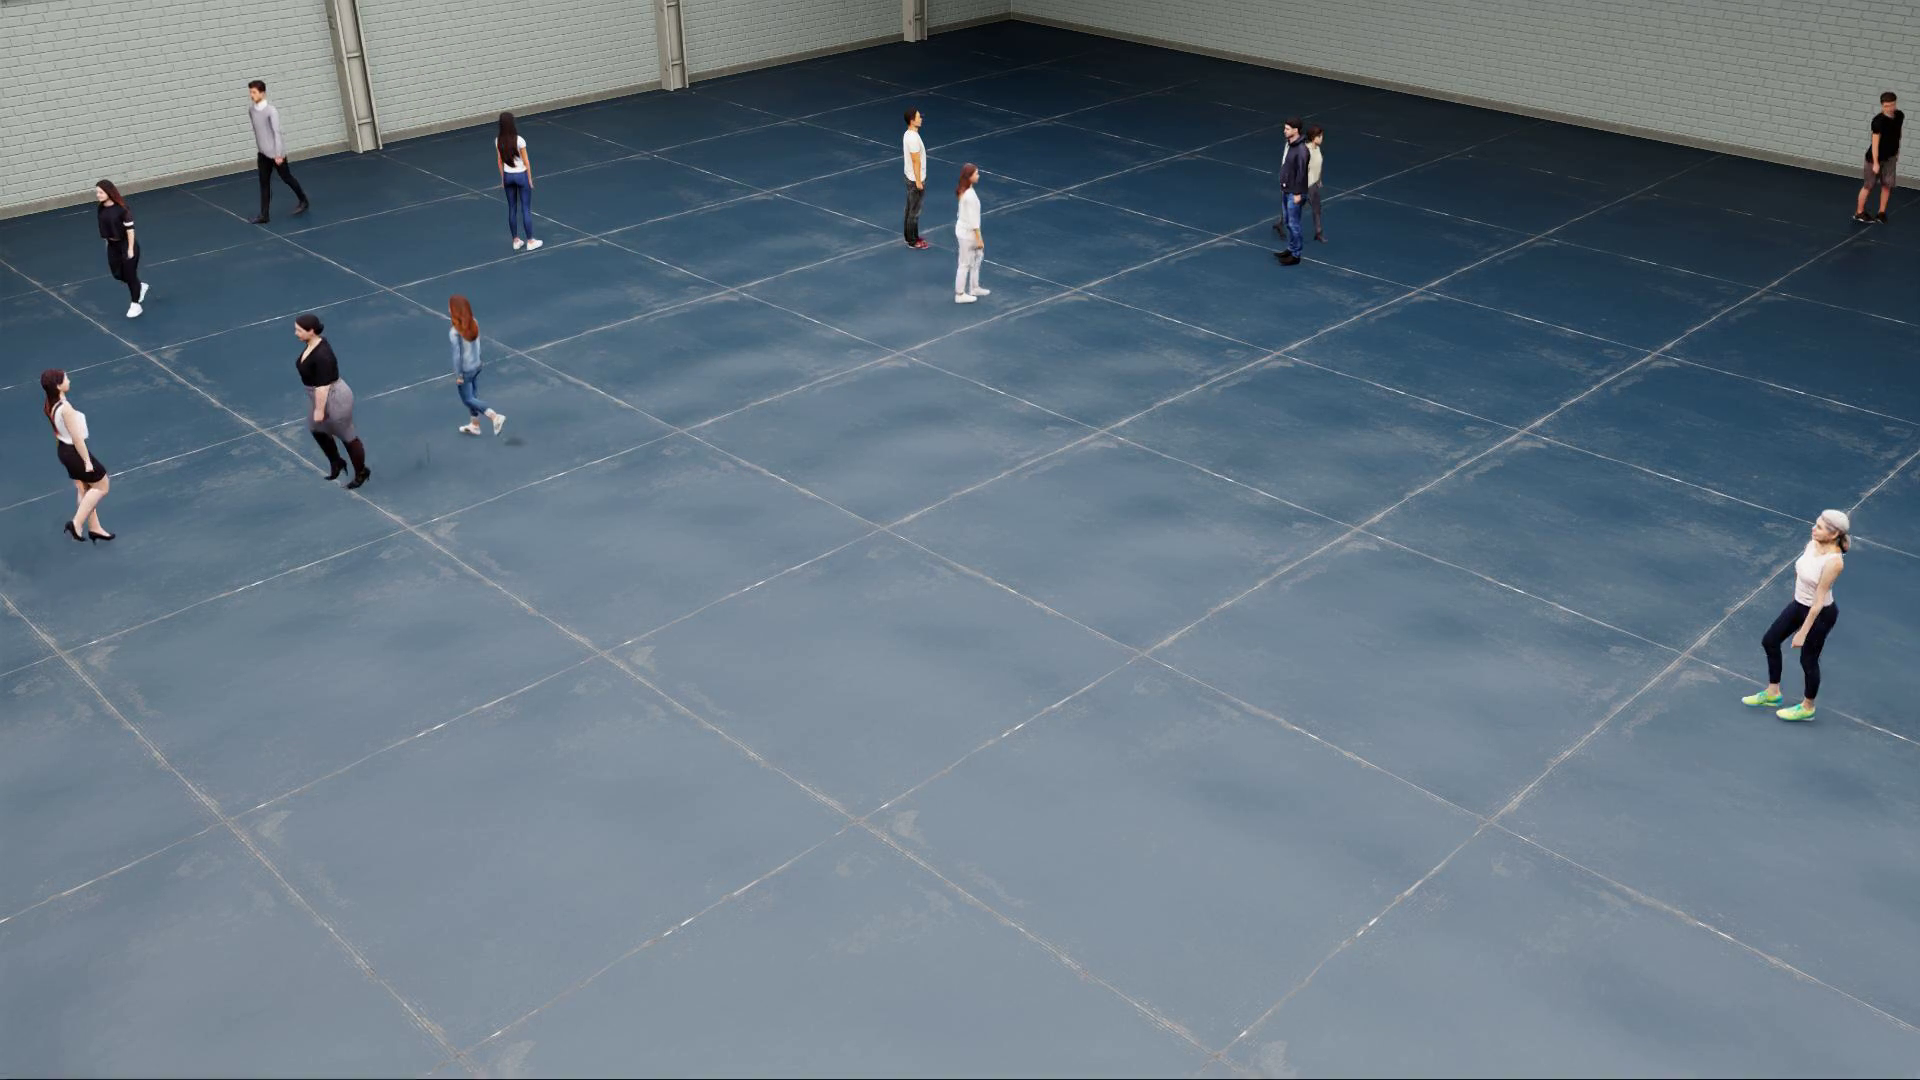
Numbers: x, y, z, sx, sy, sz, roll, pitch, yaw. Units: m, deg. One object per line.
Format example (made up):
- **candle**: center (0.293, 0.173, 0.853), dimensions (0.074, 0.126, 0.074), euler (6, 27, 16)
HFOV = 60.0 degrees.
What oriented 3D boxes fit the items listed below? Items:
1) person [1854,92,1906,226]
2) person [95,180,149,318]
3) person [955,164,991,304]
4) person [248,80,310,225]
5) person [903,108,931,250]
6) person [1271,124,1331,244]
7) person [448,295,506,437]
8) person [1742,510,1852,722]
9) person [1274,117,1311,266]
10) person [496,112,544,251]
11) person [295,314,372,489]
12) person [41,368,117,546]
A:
- **person**: center (12.443, -5.174, 22.491), dimensions (0.923, 1.810, 1.003), euler (-13, 31, -22)
- **person**: center (-9.726, -3.434, 19.418), dimensions (0.804, 1.628, 0.882), euler (6, 29, 11)
- **person**: center (0.020, -3.625, 19.723), dimensions (0.849, 1.678, 0.794), euler (-6, 29, -11)
- **person**: center (-9.290, -5.289, 22.642), dimensions (1.032, 1.871, 1.360), euler (13, 31, 23)
- **person**: center (-0.602, -4.713, 21.632), dimensions (0.725, 1.805, 0.714), euler (-5, 29, -10)
- **person**: center (4.496, -4.665, 21.814), dimensions (0.926, 1.549, 1.035), euler (9, 29, 17)
- **person**: center (-4.757, -1.679, 16.299), dimensions (0.832, 1.462, 0.853), euler (9, 29, 16)
- **person**: center (6.159, 0.559, 11.861), dimensions (0.882, 1.685, 0.822), euler (2, 28, 4)
- **person**: center (4.229, -4.417, 20.995), dimensions (0.805, 1.879, 0.768), euler (-3, 28, -6)
- **person**: center (-5.749, -4.645, 21.536), dimensions (0.668, 1.774, 0.673), euler (8, 29, 14)
- **person**: center (-5.671, -1.278, 15.252), dimensions (0.736, 1.738, 0.713), euler (-15, 32, -26)
- **person**: center (-7.616, -0.665, 14.204), dimensions (0.612, 1.641, 0.702), euler (20, 34, 33)
